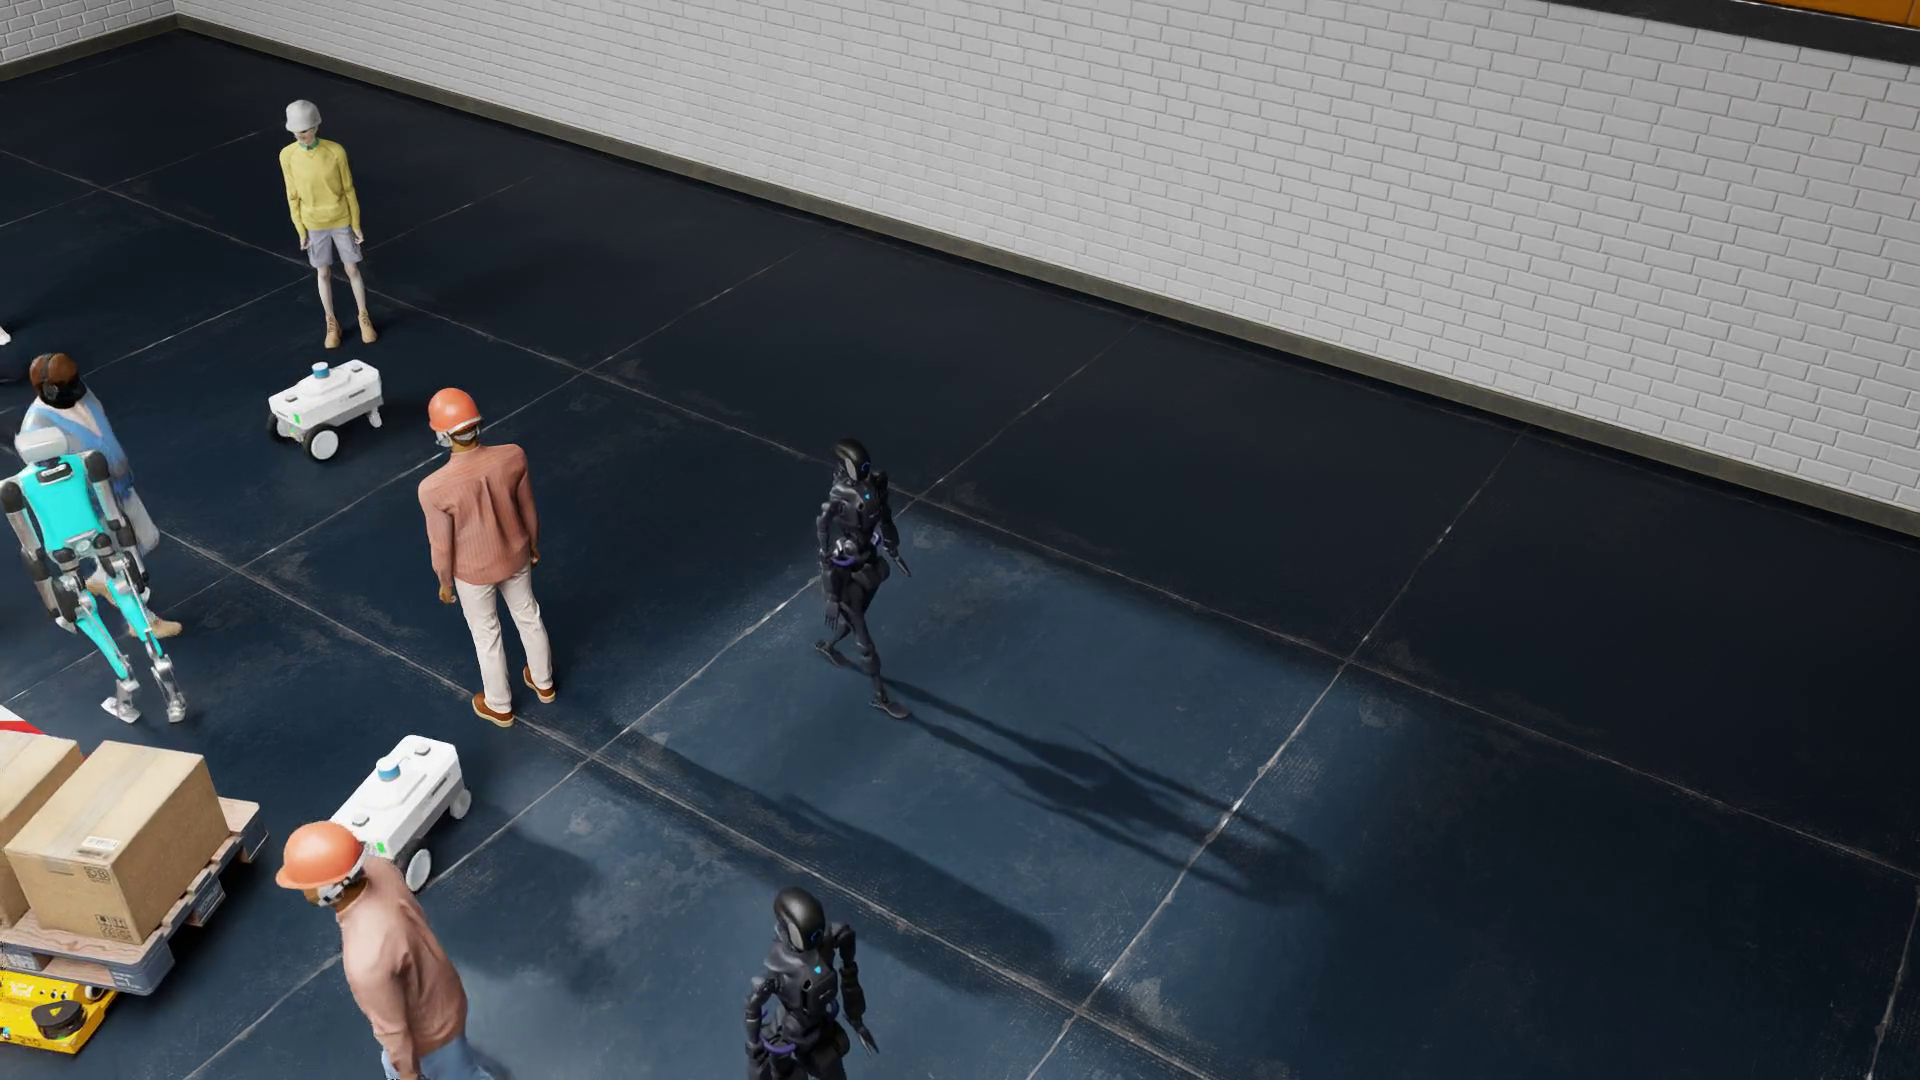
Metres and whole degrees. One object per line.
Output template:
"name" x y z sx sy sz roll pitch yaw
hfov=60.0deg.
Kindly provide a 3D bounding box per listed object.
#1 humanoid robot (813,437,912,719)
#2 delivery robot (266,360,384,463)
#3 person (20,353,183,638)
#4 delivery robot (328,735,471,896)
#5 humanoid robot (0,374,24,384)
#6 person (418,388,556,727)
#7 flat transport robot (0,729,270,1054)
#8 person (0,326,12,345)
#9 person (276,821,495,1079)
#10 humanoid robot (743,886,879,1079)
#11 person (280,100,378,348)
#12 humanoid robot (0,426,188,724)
"humanoid robot" -0.558 0.145 8.883 0.787 1.641 0.602 24 42 30
"delivery robot" -4.326 -0.908 11.324 0.520 0.608 0.779 24 42 30
"person" -4.809 -0.223 9.227 0.472 1.825 0.646 1 35 1
"delivery robot" -2.753 1.334 8.125 0.499 0.614 0.814 11 36 15
"humanoid robot" -7.169 -1.702 11.516 0.783 1.616 0.583 -18 39 -23
"person" -2.447 0.099 8.624 0.607 1.990 0.382 -29 44 -35
"flat transport robot" -4.012 1.731 7.790 0.659 0.231 1.431 7 36 10
"person" -7.406 -2.255 12.086 0.509 1.876 0.329 -22 40 -28
"person" -2.066 1.792 6.260 0.734 1.942 0.619 -12 37 -16
"humanoid robot" -0.637 1.897 6.325 0.472 1.640 0.601 29 44 34
"person" -4.622 -2.317 12.165 0.472 1.888 0.398 -10 36 -14
"humanoid robot" -4.344 0.324 8.533 0.887 1.739 0.548 28 44 34
